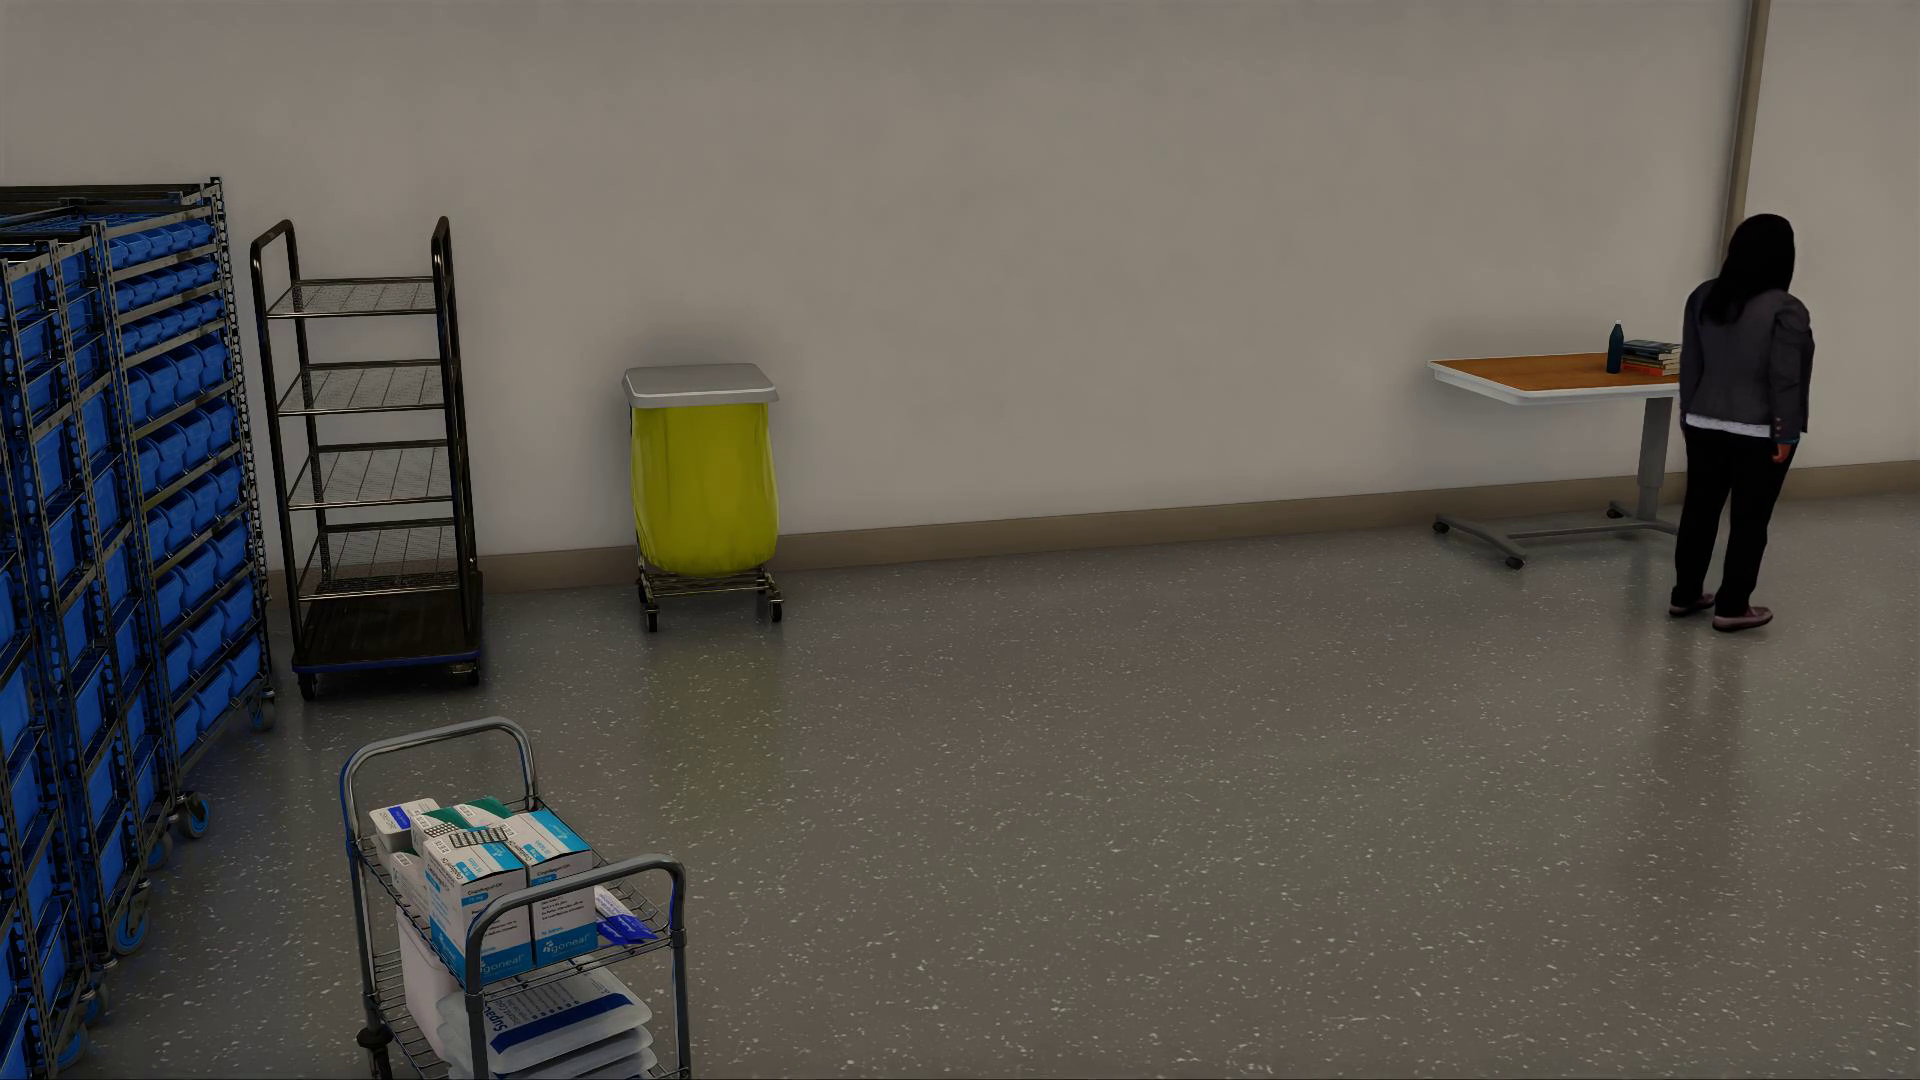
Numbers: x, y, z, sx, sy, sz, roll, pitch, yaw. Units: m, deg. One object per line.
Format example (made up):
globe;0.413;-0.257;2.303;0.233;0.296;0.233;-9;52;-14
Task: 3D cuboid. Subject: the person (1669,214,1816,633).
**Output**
person;2.999;-0.446;6.407;0.734;1.599;0.734;-9;18;-28
